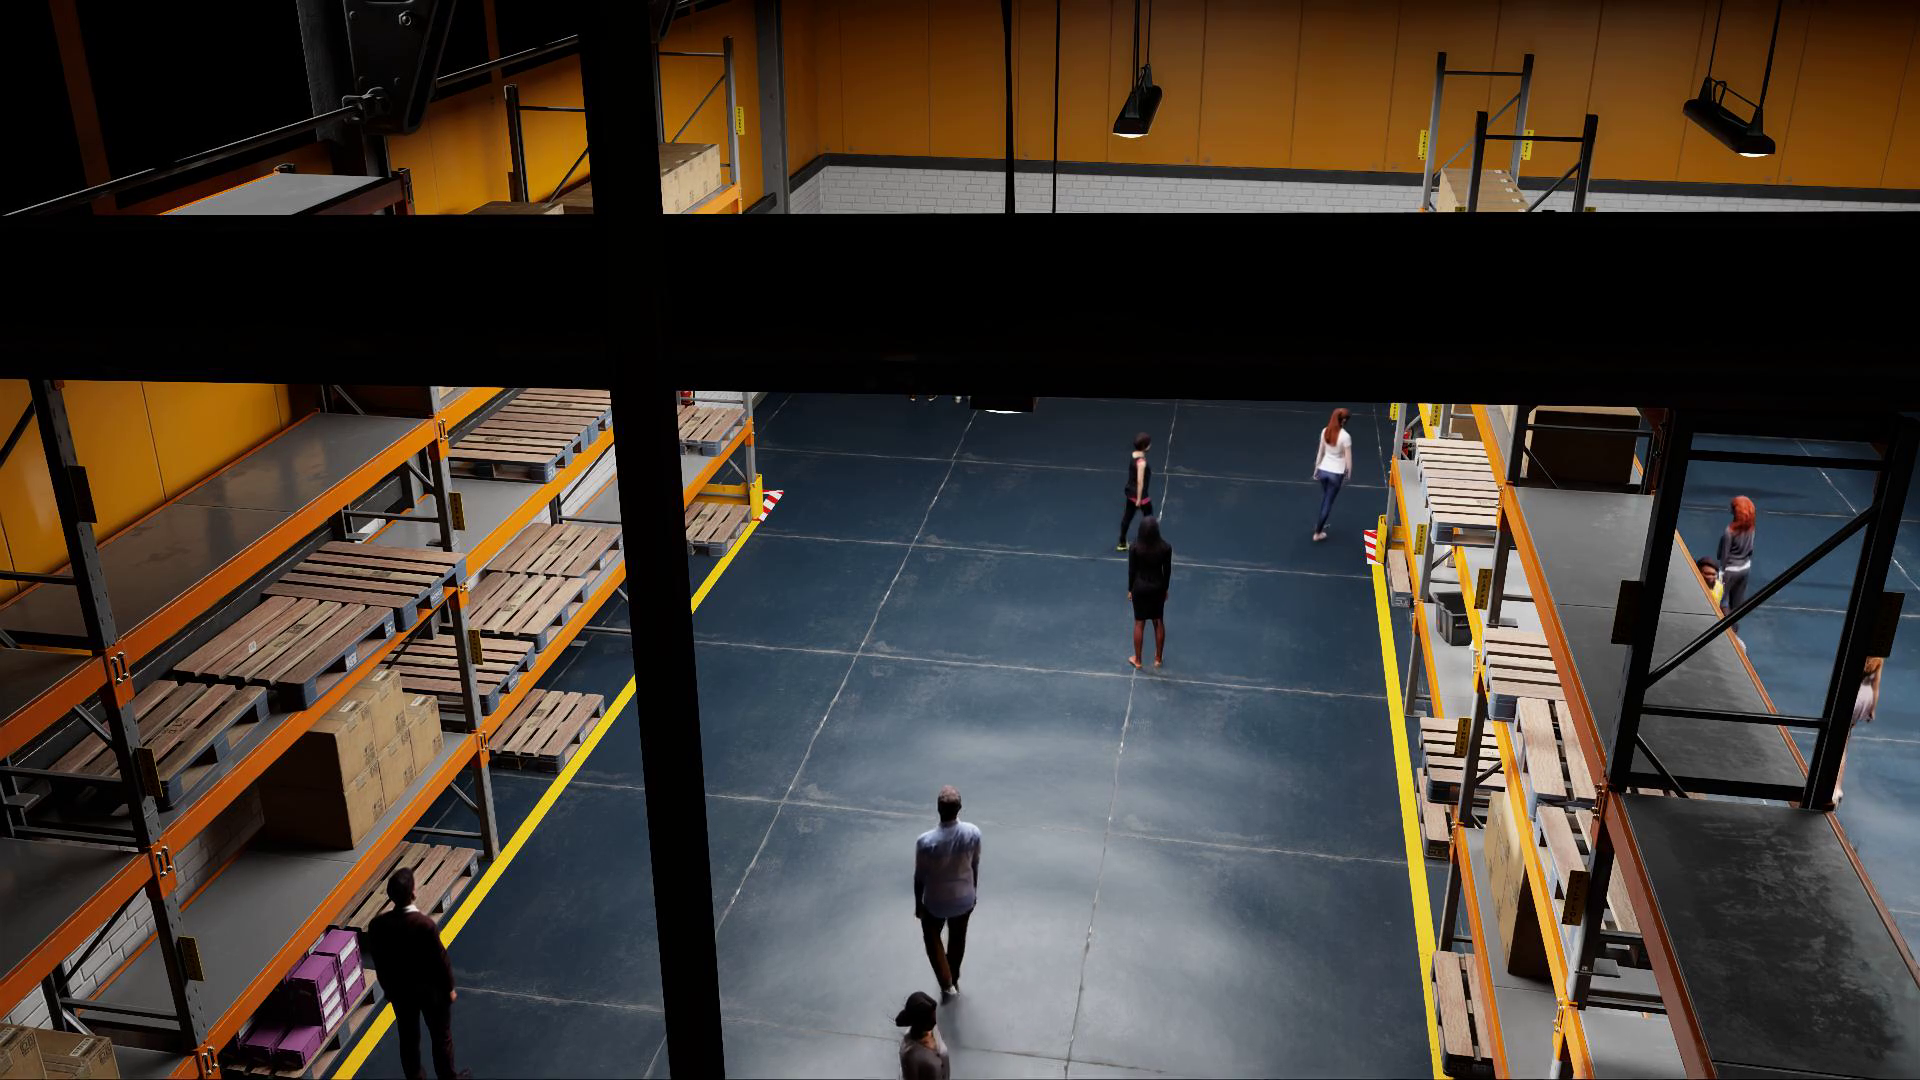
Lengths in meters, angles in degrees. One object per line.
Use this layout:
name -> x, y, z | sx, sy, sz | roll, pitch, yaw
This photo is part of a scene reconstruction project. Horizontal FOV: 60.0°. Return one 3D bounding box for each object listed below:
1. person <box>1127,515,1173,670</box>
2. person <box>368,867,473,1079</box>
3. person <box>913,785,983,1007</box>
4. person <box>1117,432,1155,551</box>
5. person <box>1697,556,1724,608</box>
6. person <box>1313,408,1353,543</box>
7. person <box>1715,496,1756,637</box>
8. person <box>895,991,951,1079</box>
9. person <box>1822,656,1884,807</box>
person -> 1.991, 0.537, 17.561 | 0.659, 1.720, 0.591 | -2, 24, -6
person -> -3.759, 3.094, 11.528 | 0.703, 1.866, 0.624 | 1, 24, 3
person -> -0.063, 2.708, 12.480 | 0.907, 1.811, 1.027 | -7, 24, -15
person -> 2.097, -0.572, 20.331 | 0.833, 1.533, 0.846 | -8, 25, -17
person -> 7.381, 0.893, 16.857 | 0.783, 1.631, 1.041 | 1, 24, 2
person -> 4.539, -0.777, 20.568 | 0.788, 1.718, 0.866 | 20, 31, 38
person -> 8.325, 0.400, 17.819 | 0.728, 1.763, 0.742 | -6, 24, -13
person -> -0.264, 3.592, 10.511 | 0.773, 1.769, 0.701 | 13, 27, 27
person -> 8.100, 1.597, 15.143 | 0.635, 1.713, 1.157 | 6, 24, 14
